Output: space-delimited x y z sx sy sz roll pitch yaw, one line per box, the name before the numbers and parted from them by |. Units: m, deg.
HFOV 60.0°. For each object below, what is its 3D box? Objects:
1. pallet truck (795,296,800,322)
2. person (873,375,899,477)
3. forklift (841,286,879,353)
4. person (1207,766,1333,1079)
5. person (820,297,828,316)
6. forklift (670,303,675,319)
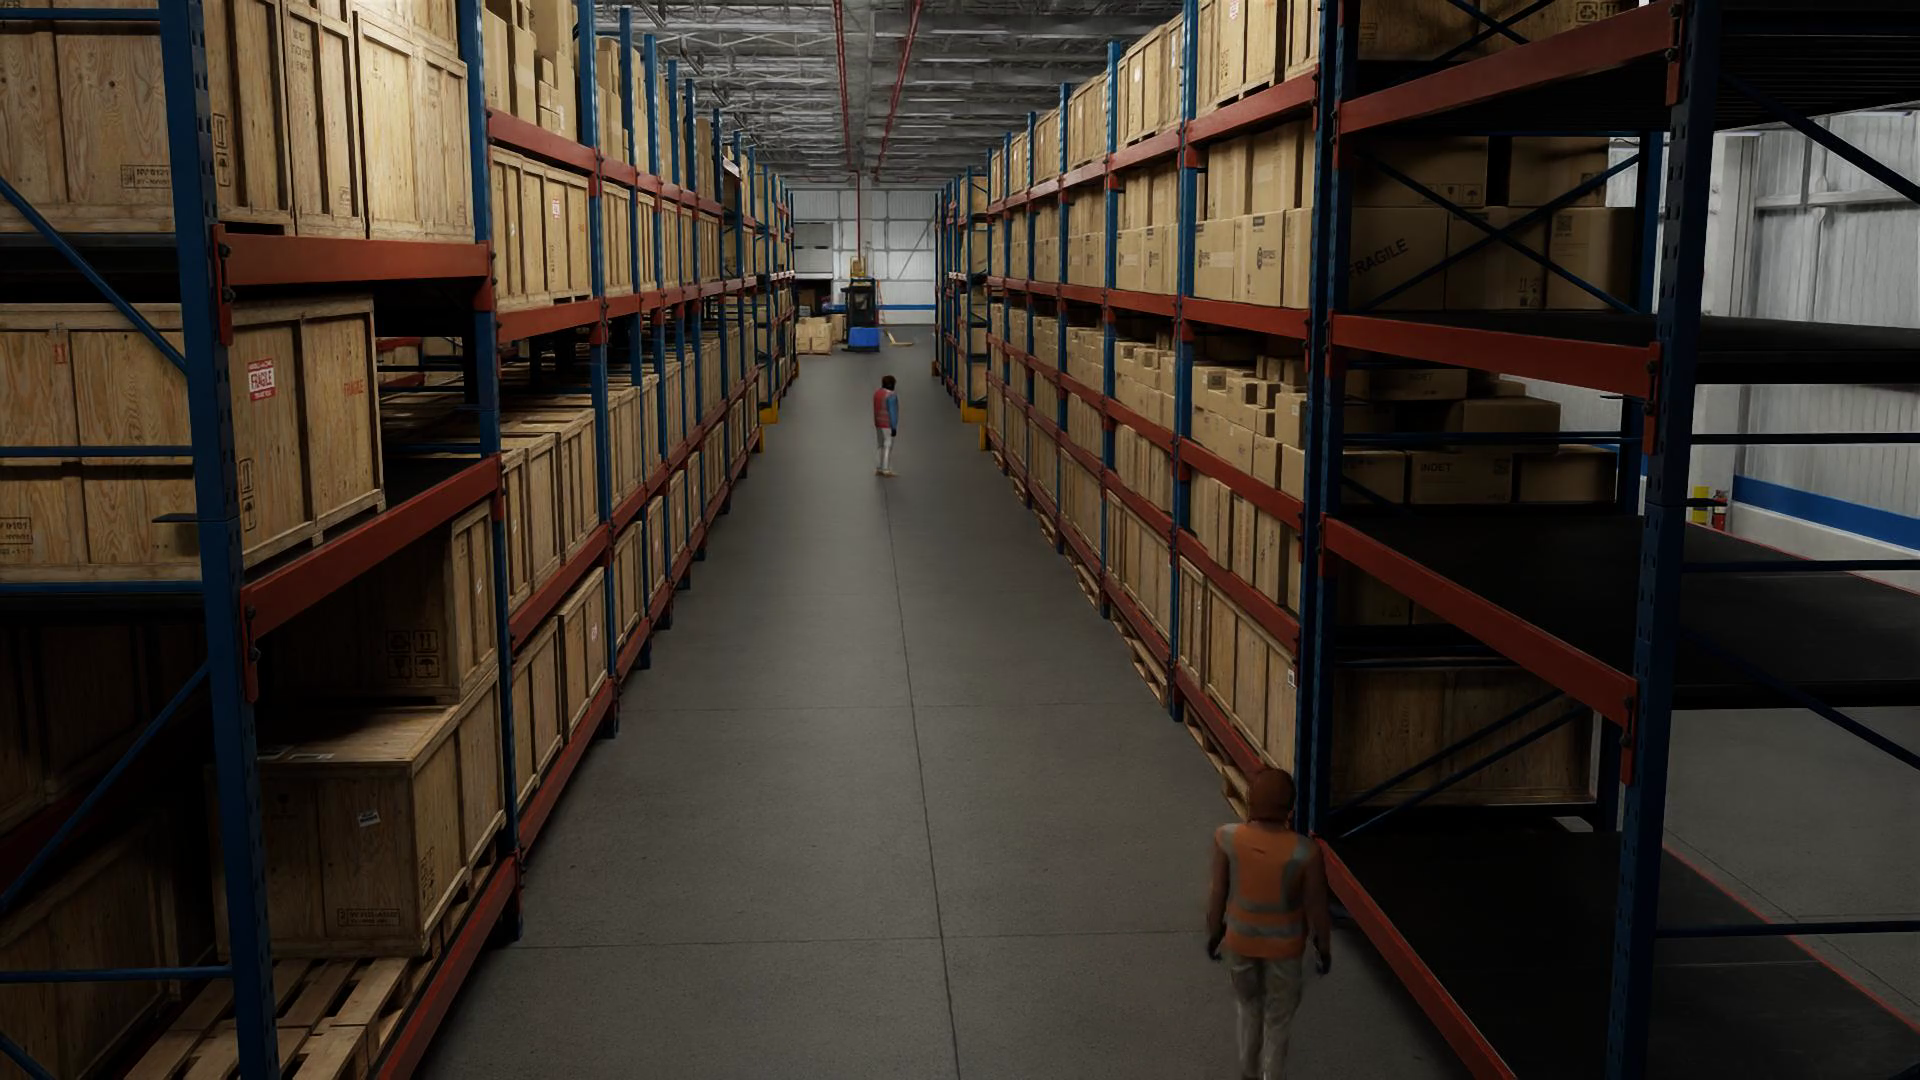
pallet truck | -8.622 -12.439 91.403 1.885 1.965 0.823 2 10 13
person | -1.314 -2.037 29.772 0.431 1.837 0.627 -6 11 -32
forklift | -4.193 -9.329 70.194 1.129 2.768 1.873 -4 10 -22
person | 1.398 1.799 7.449 0.554 1.624 0.449 5 11 27
person | -7.464 -12.509 92.168 1.021 1.888 0.556 7 12 38
forklift | -9.536 -7.097 56.861 1.129 2.768 1.873 8 12 40
